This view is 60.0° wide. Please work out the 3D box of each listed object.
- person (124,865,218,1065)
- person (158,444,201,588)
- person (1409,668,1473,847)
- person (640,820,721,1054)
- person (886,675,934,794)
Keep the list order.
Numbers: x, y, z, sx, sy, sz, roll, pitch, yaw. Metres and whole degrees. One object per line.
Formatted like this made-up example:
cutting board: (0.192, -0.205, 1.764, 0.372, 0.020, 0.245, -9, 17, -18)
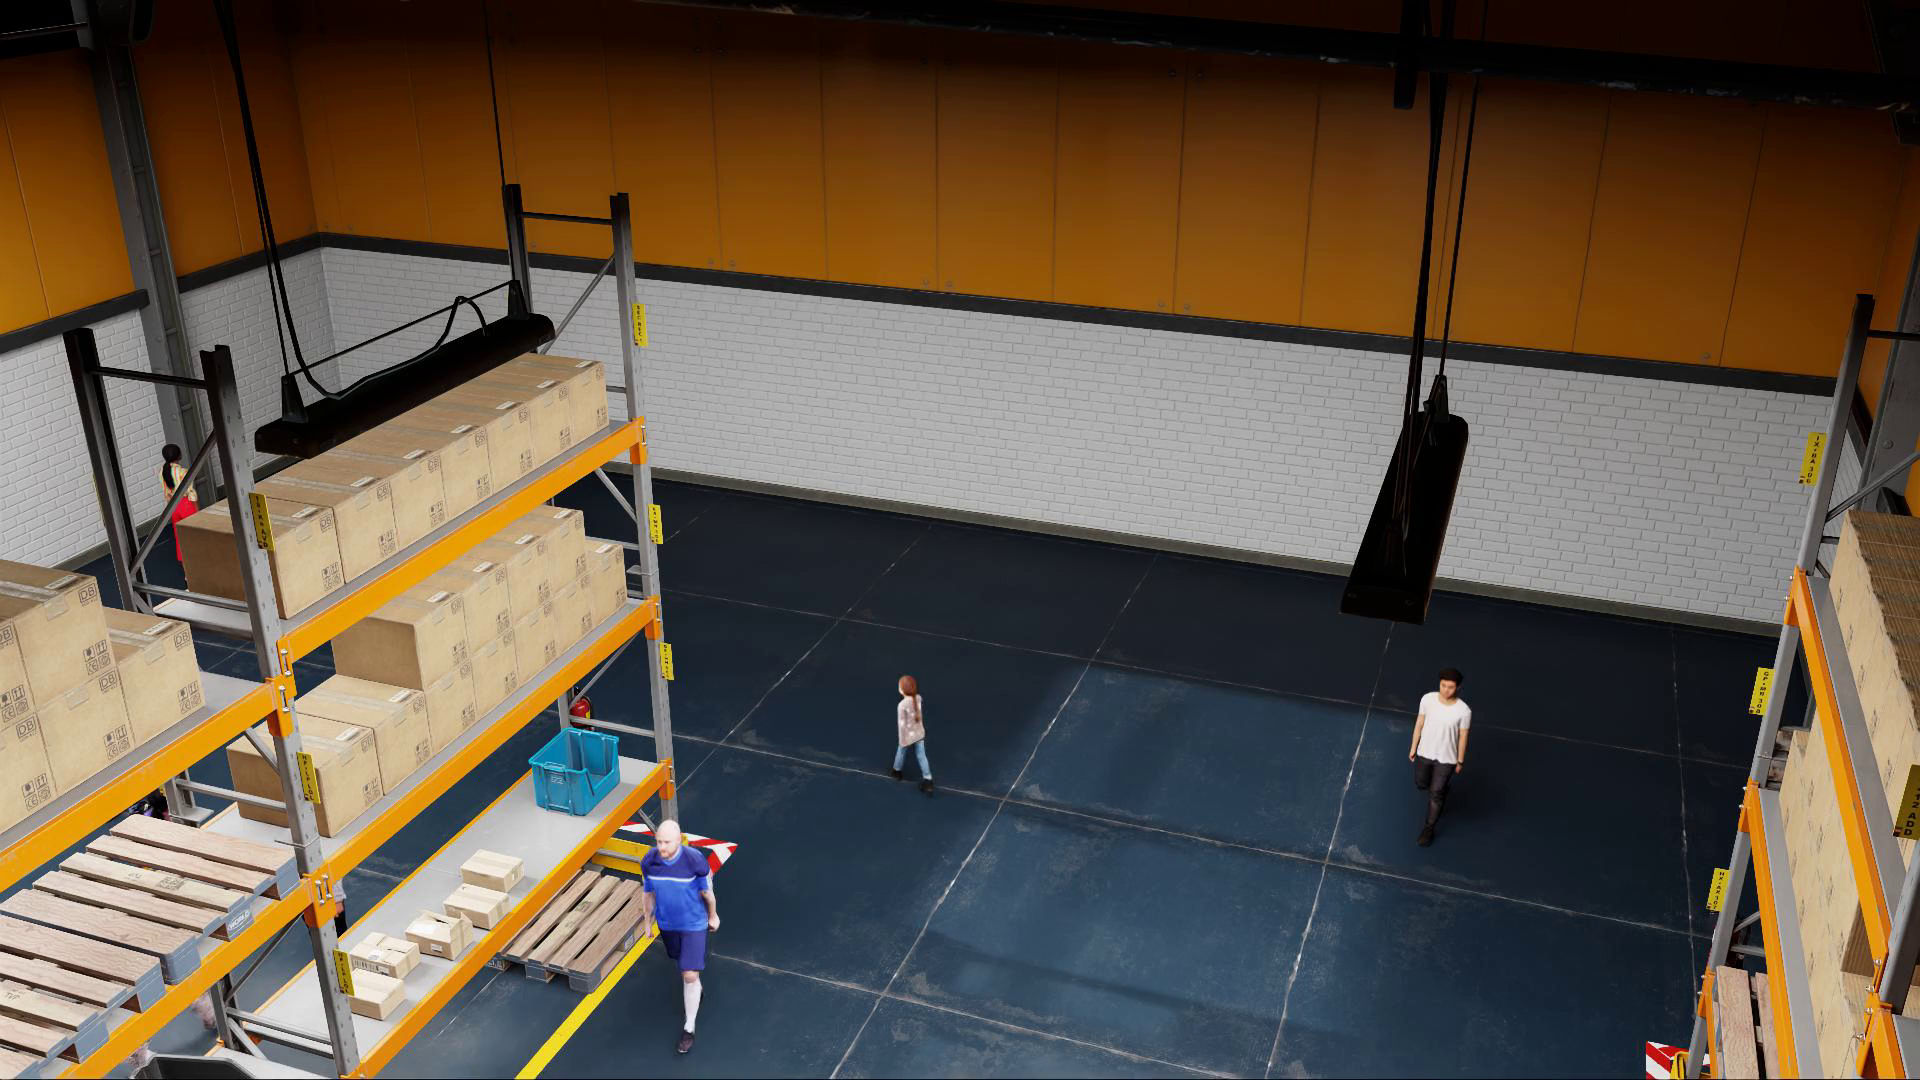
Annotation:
person: (-5.879, 3.074, 12.152, 1.169, 1.651, 0.945, -20, 30, -38)
person: (-9.175, -0.296, 19.685, 0.617, 1.792, 0.552, 6, 24, 13)
person: (4.296, 1.865, 14.850, 0.841, 1.704, 1.034, 19, 30, 36)
person: (-2.053, 2.831, 12.516, 0.753, 1.805, 1.022, 6, 24, 13)
person: (-0.414, 1.833, 15.593, 0.832, 1.168, 0.795, -18, 30, -36)
